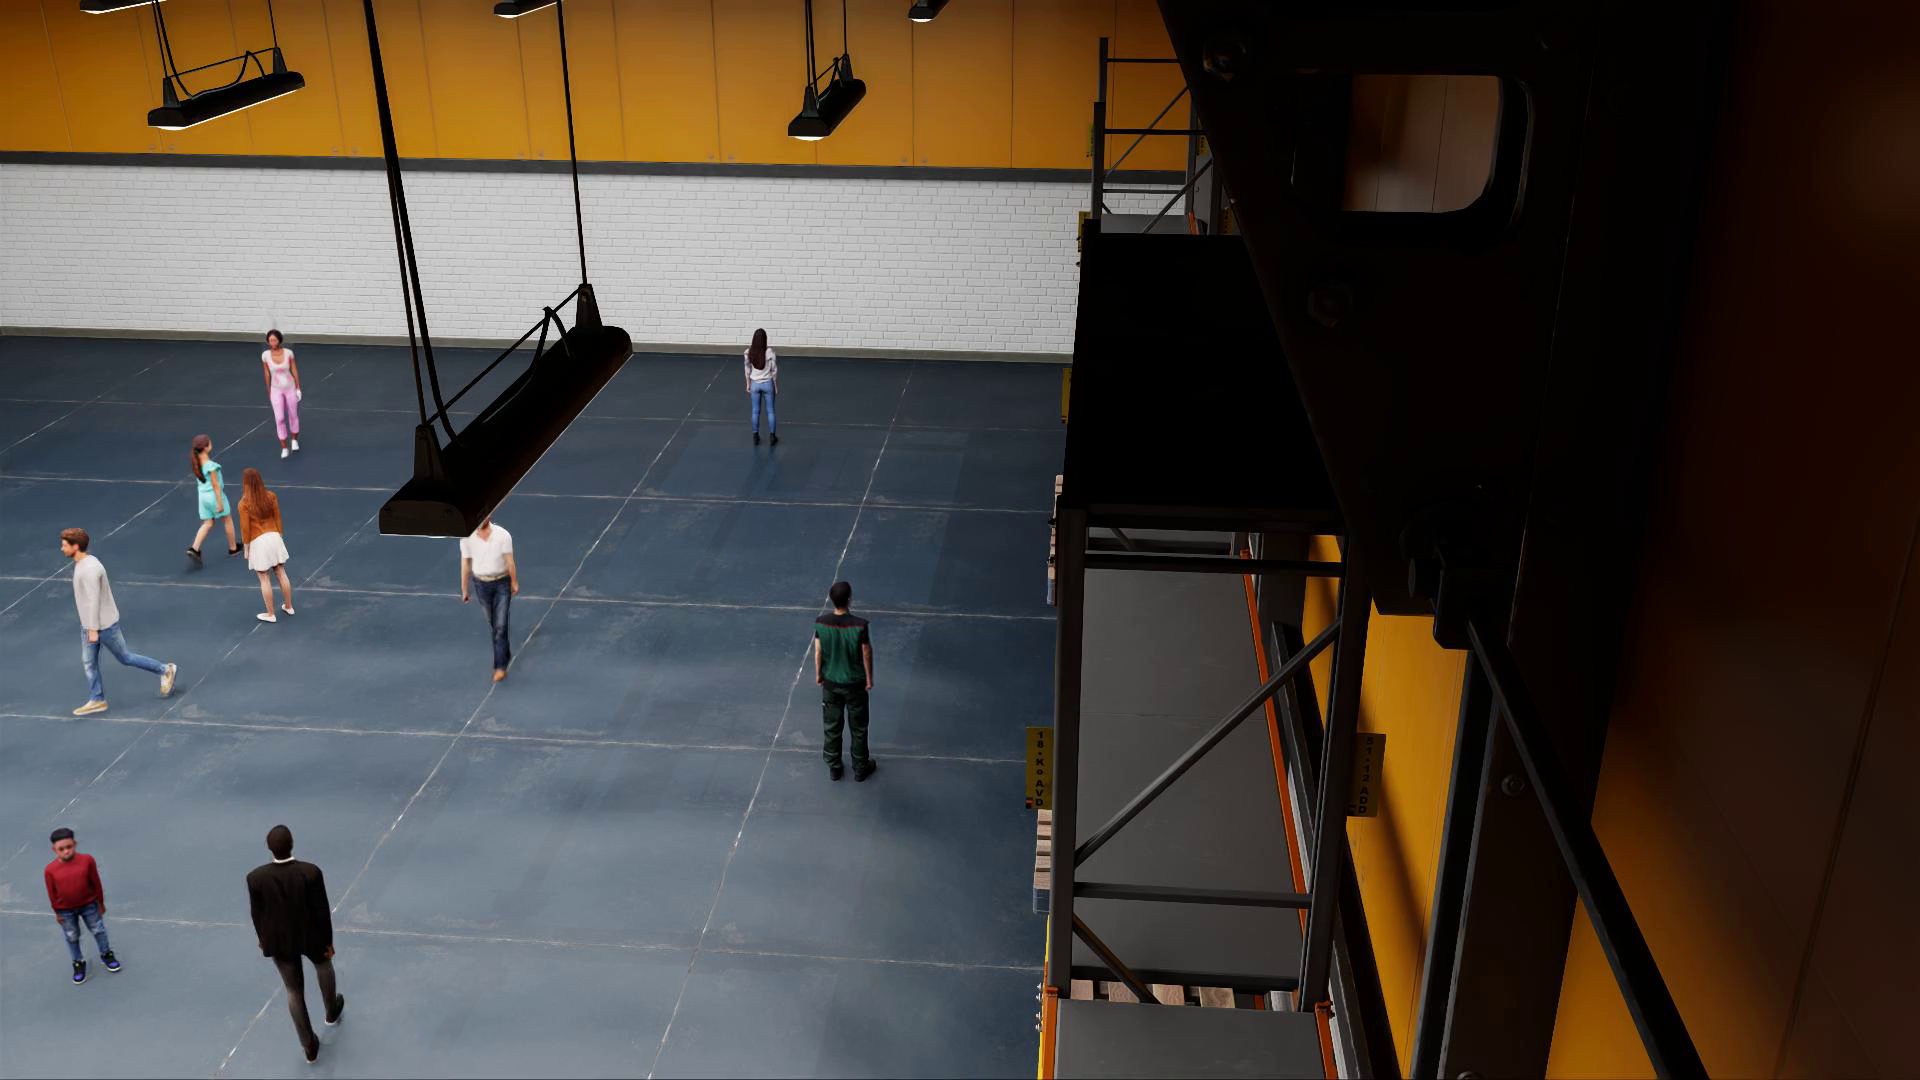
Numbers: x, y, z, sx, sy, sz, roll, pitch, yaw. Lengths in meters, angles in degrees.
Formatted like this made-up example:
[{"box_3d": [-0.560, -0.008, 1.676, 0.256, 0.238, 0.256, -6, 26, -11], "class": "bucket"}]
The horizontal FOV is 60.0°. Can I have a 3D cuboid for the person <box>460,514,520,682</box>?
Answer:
[{"box_3d": [-4.679, 0.420, 16.760, 0.660, 1.830, 0.950, 2, 24, 4], "class": "person"}]

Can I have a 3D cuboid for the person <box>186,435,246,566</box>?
[{"box_3d": [-8.669, -0.461, 19.136, 0.756, 1.542, 1.046, 11, 26, 23], "class": "person"}]

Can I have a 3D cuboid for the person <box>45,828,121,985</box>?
[{"box_3d": [-6.540, 2.675, 12.323, 0.577, 1.251, 0.613, -12, 26, -25], "class": "person"}]

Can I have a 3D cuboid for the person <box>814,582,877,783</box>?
[{"box_3d": [-1.024, 1.255, 14.762, 0.699, 1.900, 0.609, 5, 24, 11], "class": "person"}]

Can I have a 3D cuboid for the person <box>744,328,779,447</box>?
[{"box_3d": [-2.707, -2.099, 22.773, 0.593, 1.629, 0.510, 1, 24, 3], "class": "person"}]

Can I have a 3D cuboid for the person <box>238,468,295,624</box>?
[{"box_3d": [-7.418, 0.043, 17.758, 0.770, 1.722, 0.674, 17, 29, 34], "class": "person"}]

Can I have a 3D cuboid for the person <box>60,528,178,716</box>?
[{"box_3d": [-8.135, 0.767, 15.927, 1.252, 1.860, 1.173, -20, 30, -38], "class": "person"}]

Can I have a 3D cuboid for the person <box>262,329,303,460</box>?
[{"box_3d": [-9.127, -2.022, 22.481, 0.825, 1.722, 0.990, -10, 25, -21], "class": "person"}]

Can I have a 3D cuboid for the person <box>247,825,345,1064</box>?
[{"box_3d": [-4.546, 2.797, 11.381, 0.864, 1.782, 0.986, -8, 25, -17], "class": "person"}]
